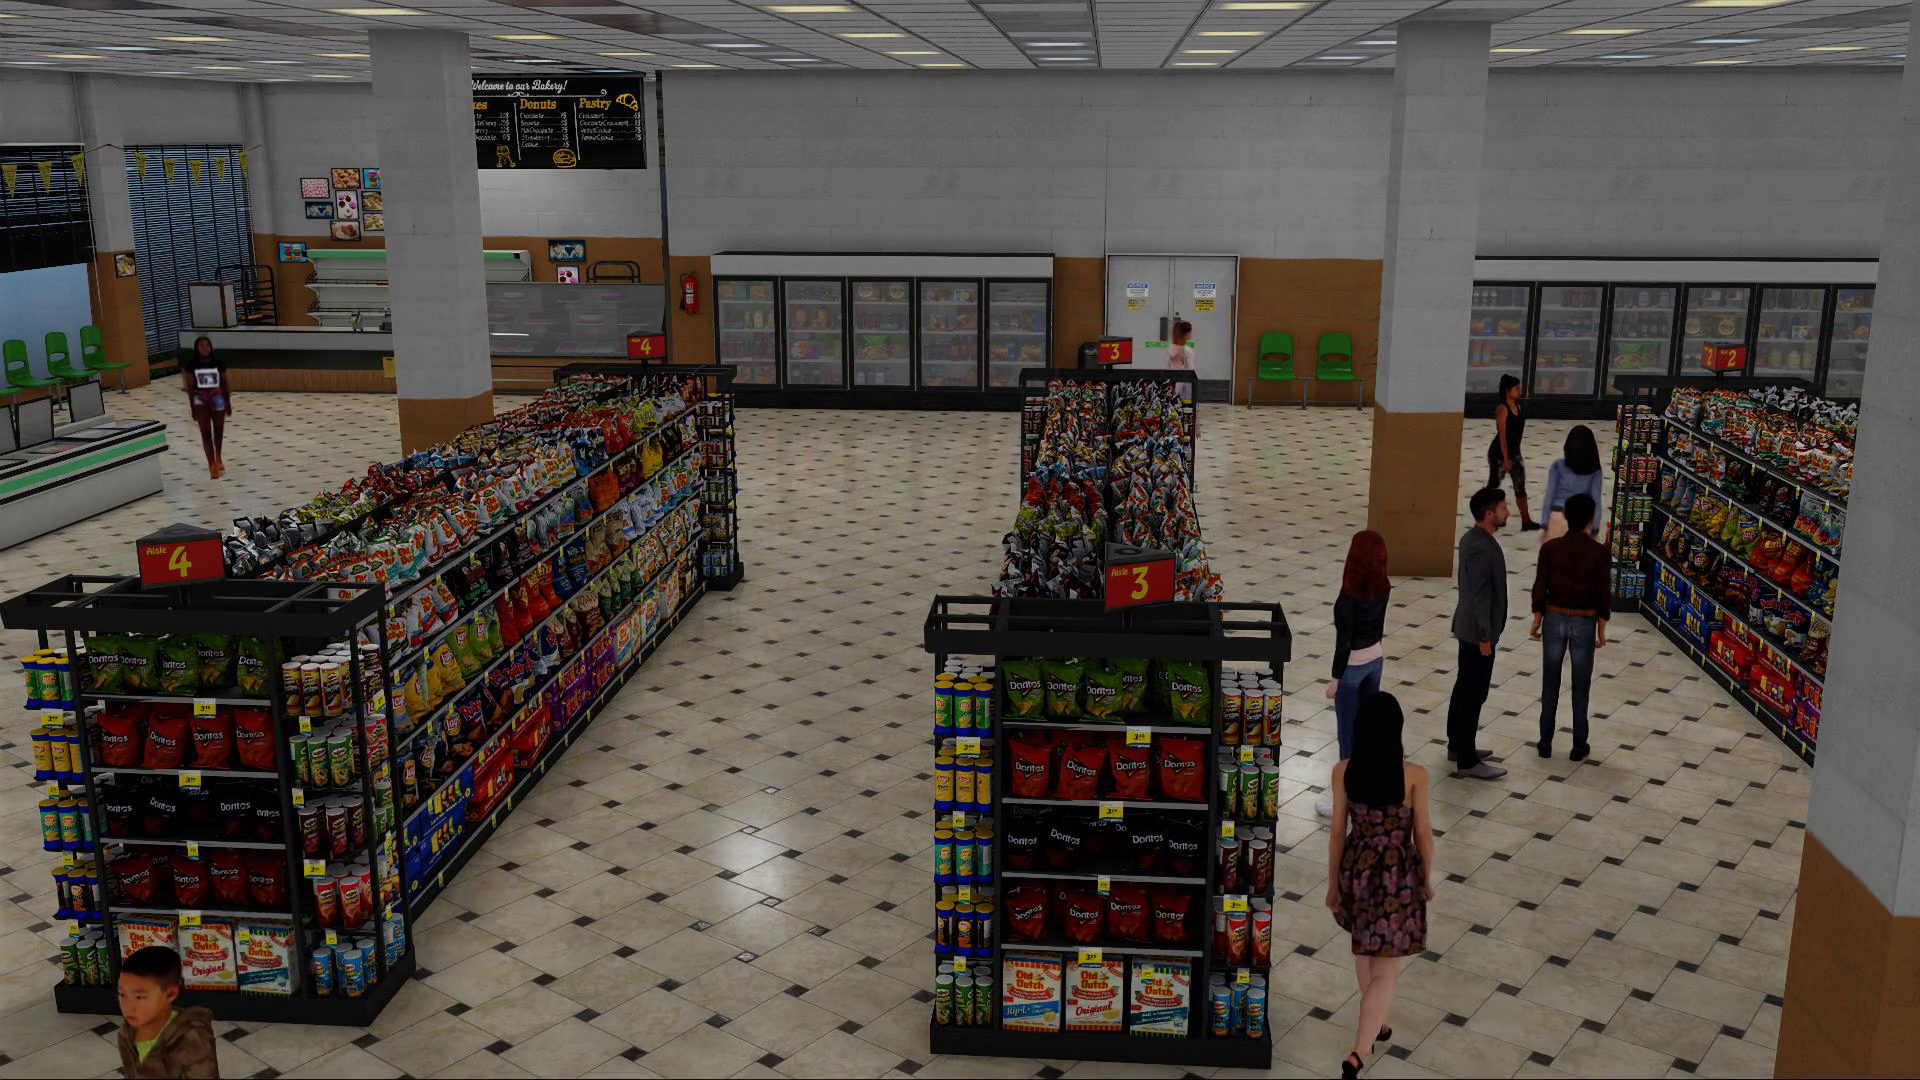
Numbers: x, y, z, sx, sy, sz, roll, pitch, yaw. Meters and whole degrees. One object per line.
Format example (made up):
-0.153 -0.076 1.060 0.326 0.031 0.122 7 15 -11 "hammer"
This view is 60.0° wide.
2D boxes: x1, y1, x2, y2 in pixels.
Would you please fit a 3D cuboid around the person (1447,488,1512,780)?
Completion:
3.330 0.576 10.692 0.729 1.874 0.518 1 14 6 "person"

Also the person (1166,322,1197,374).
2.813 -1.966 21.498 0.754 1.721 0.677 -10 17 -35 "person"

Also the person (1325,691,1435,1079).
1.751 1.535 7.022 0.903 1.741 1.231 7 15 27 "person"

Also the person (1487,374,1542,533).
5.573 -0.892 17.234 0.986 1.644 1.022 -13 19 -43 "person"

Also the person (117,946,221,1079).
-2.587 2.033 5.650 0.713 1.419 1.011 4 14 15 "person"

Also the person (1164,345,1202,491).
2.269 -1.183 18.117 1.111 1.794 1.232 12 18 42 "person"

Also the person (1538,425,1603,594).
4.937 -0.042 13.469 0.685 1.767 0.729 3 14 14 "person"

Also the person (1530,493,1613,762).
4.005 0.569 10.922 0.704 1.781 0.648 7 15 25 "person"

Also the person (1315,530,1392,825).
2.376 0.804 9.939 0.667 1.787 0.721 -10 17 -37 "person"

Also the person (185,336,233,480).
-9.021 -1.575 19.995 1.109 1.669 1.267 -9 16 -32 "person"
